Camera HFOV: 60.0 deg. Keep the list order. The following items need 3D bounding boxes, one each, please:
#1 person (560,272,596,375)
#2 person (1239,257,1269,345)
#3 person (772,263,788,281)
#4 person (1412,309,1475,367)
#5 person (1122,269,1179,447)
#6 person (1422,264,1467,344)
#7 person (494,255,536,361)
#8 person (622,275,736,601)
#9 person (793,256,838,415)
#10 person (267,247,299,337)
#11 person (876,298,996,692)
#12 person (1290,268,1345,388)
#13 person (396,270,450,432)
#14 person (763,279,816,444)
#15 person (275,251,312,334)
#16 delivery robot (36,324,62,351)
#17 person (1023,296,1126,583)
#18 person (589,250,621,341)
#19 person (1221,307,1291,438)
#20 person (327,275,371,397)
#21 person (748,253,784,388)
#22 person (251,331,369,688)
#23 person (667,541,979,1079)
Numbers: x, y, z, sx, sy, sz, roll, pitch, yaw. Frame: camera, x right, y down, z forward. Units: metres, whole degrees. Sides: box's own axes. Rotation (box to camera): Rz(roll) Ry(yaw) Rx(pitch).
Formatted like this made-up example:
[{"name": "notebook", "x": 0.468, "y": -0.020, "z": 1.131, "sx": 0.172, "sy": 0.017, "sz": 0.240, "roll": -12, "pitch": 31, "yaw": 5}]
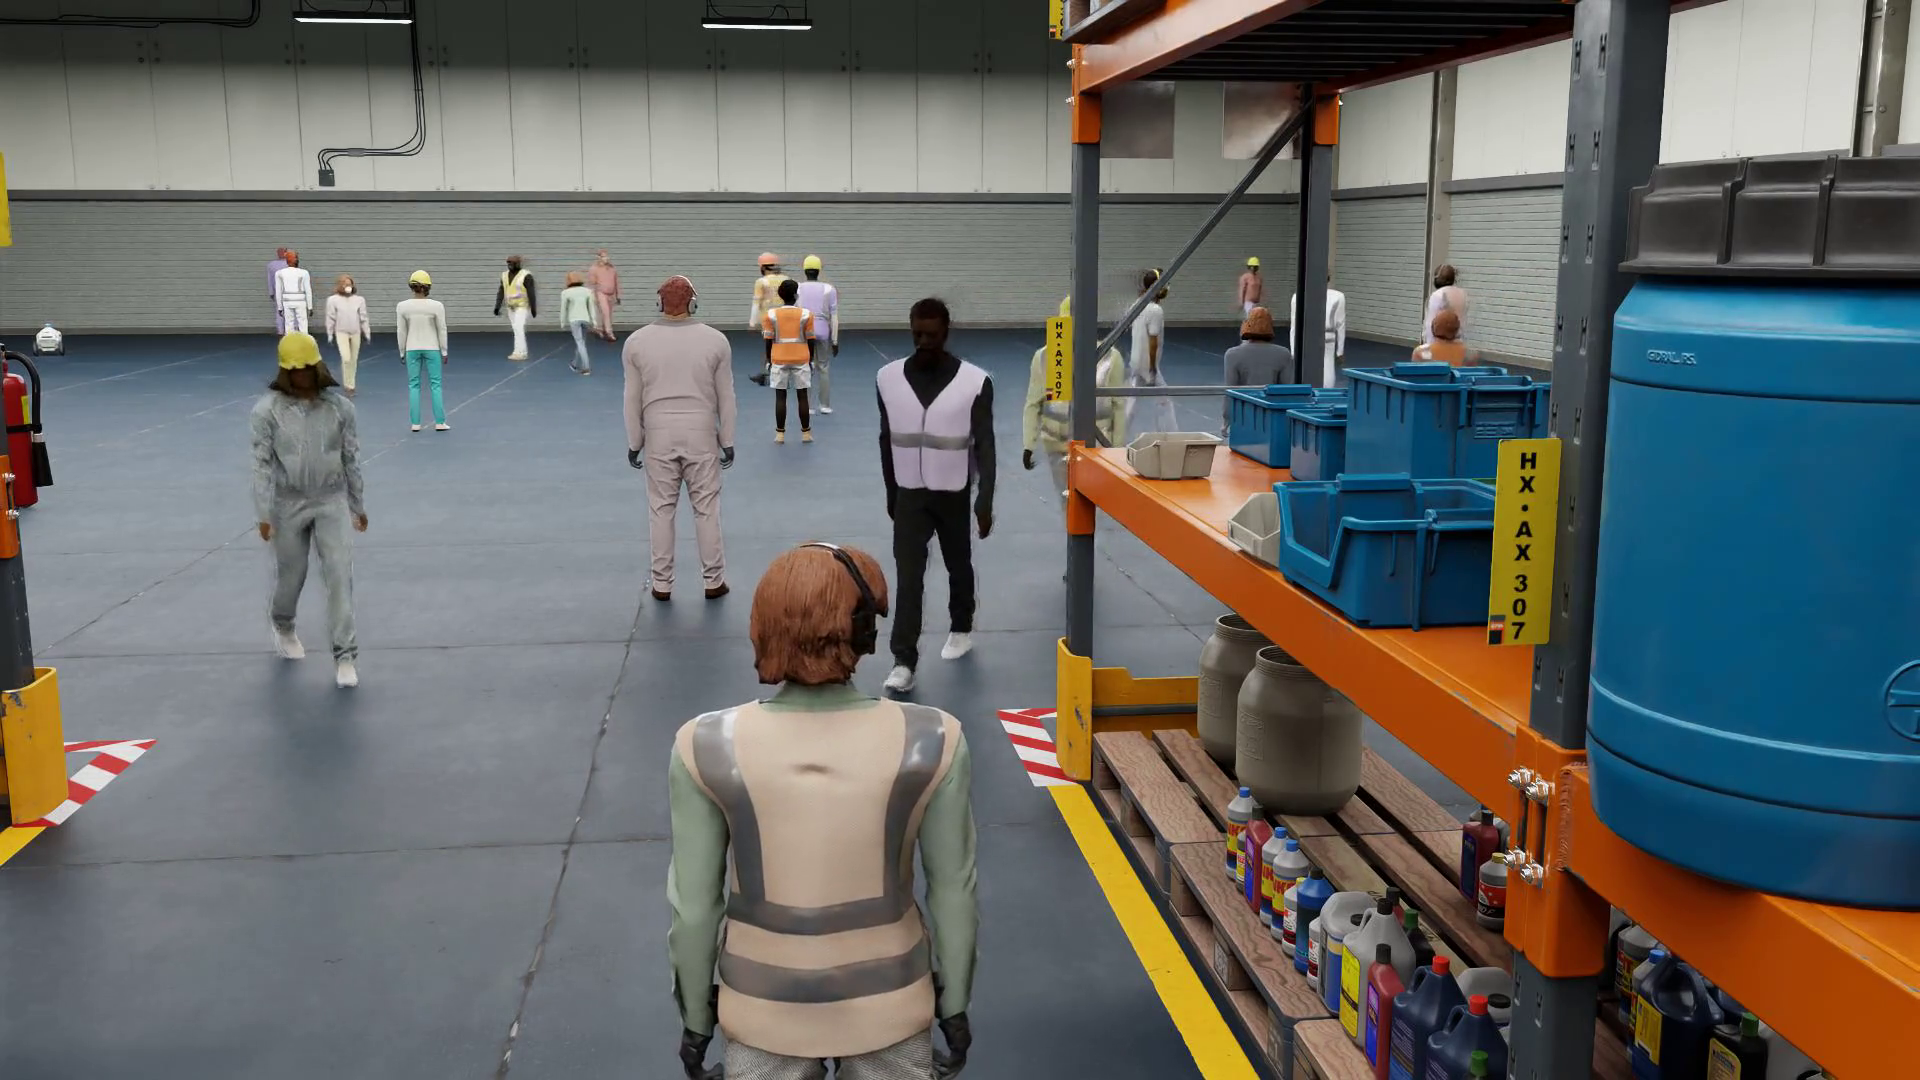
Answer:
[{"name": "person", "x": -5.990, "y": -3.385, "z": 25.956, "sx": 0.512, "sy": 1.575, "sz": 0.872, "roll": -8, "pitch": 13, "yaw": -39}, {"name": "person", "x": 5.643, "y": -4.497, "z": 31.666, "sx": 0.534, "sy": 1.740, "sz": 0.809, "roll": -7, "pitch": 13, "yaw": -36}, {"name": "person", "x": -3.673, "y": -4.662, "z": 32.902, "sx": 0.545, "sy": 1.612, "sz": 0.699, "roll": 3, "pitch": 11, "yaw": 18}, {"name": "person", "x": 3.623, "y": -0.929, "z": 12.481, "sx": 0.522, "sy": 1.599, "sz": 0.817, "roll": -1, "pitch": 10, "yaw": -6}, {"name": "person", "x": 1.832, "y": -1.581, "z": 15.433, "sx": 0.960, "sy": 1.829, "sz": 0.508, "roll": -5, "pitch": 11, "yaw": -24}, {"name": "person", "x": 5.454, "y": -2.183, "z": 18.729, "sx": 0.630, "sy": 1.828, "sz": 0.516, "roll": -8, "pitch": 13, "yaw": -38}, {"name": "person", "x": -7.717, "y": -3.997, "z": 28.731, "sx": 0.654, "sy": 1.811, "sz": 0.804, "roll": 6, "pitch": 12, "yaw": 29}, {"name": "person", "x": -1.641, "y": -0.593, "z": 9.793, "sx": 0.644, "sy": 1.907, "sz": 0.400, "roll": -1, "pitch": 10, "yaw": -5}, {"name": "person", "x": -1.769, "y": -2.458, "z": 20.078, "sx": 0.595, "sy": 1.895, "sz": 0.529, "roll": -2, "pitch": 10, "yaw": -9}, {"name": "person", "x": -14.453, "y": -5.303, "z": 35.626, "sx": 0.644, "sy": 1.903, "sz": 0.400, "roll": -1, "pitch": 10, "yaw": -5}, {"name": "person", "x": -0.106, "y": -0.241, "z": 8.058, "sx": 0.606, "sy": 1.858, "sz": 1.098, "roll": 2, "pitch": 11, "yaw": 13}, {"name": "person", "x": 3.788, "y": -2.011, "z": 17.659, "sx": 0.574, "sy": 1.872, "sz": 0.407, "roll": 2, "pitch": 10, "yaw": 10}, {"name": "person", "x": -5.894, "y": -2.068, "z": 18.270, "sx": 0.528, "sy": 1.764, "sz": 0.330, "roll": -1, "pitch": 10, "yaw": -5}, {"name": "person", "x": -1.754, "y": -1.836, "z": 17.173, "sx": 0.537, "sy": 1.697, "sz": 0.320, "roll": -1, "pitch": 10, "yaw": -5}, {"name": "person", "x": -11.398, "y": -3.995, "z": 28.503, "sx": 0.577, "sy": 1.882, "sz": 0.349, "roll": -1, "pitch": 10, "yaw": -5}, {"name": "delivery robot", "x": -16.413, "y": -3.643, "z": 29.959, "sx": 0.477, "sy": 0.478, "sz": 0.707, "roll": -4, "pitch": 11, "yaw": -23}, {"name": "person", "x": 0.683, "y": -0.606, "z": 10.189, "sx": 0.609, "sy": 1.778, "sz": 0.943, "roll": 3, "pitch": 11, "yaw": 15}, {"name": "person", "x": -7.318, "y": -5.033, "z": 34.222, "sx": 0.649, "sy": 1.873, "sz": 0.897, "roll": -10, "pitch": 14, "yaw": -44}, {"name": "person", "x": 2.128, "y": -0.855, "z": 11.977, "sx": 0.503, "sy": 1.632, "sz": 0.274, "roll": -1, "pitch": 10, "yaw": -5}, {"name": "person", "x": -8.108, "y": -2.707, "z": 22.157, "sx": 0.529, "sy": 1.606, "sz": 0.646, "roll": -9, "pitch": 13, "yaw": -39}, {"name": "person", "x": -2.758, "y": -3.106, "z": 23.586, "sx": 0.939, "sy": 1.892, "sz": 0.593, "roll": 8, "pitch": 13, "yaw": 36}, {"name": "person", "x": -3.175, "y": -0.179, "z": 8.106, "sx": 0.523, "sy": 1.697, "sz": 0.846, "roll": -6, "pitch": 12, "yaw": -30}, {"name": "person", "x": -0.226, "y": 0.816, "z": 2.806, "sx": 0.517, "sy": 1.636, "sz": 0.314, "roll": -1, "pitch": 10, "yaw": -5}]
